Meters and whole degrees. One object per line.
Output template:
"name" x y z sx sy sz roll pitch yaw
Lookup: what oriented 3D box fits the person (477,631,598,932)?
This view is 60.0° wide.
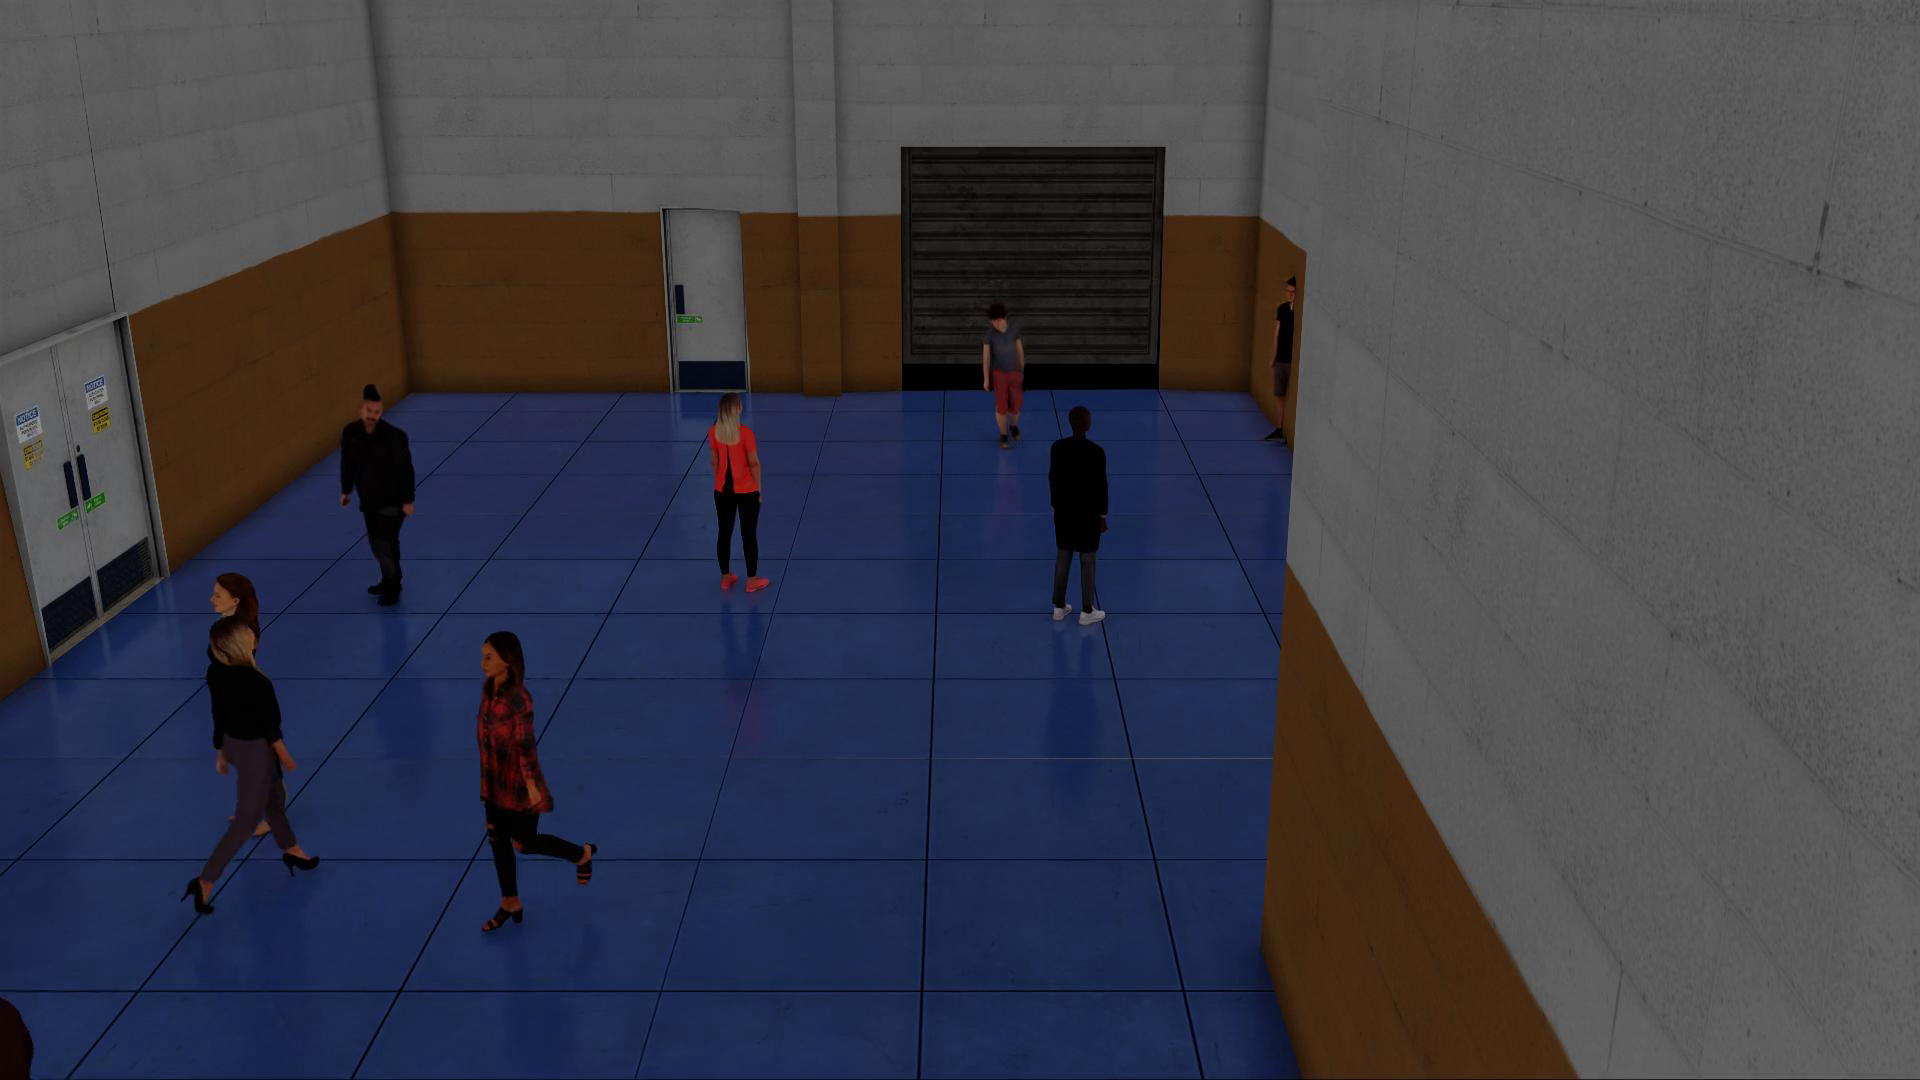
"person" -2.318 1.268 8.882 1.017 1.689 0.942 -16 24 -40

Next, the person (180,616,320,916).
"person" -3.924 1.250 9.022 1.063 1.635 1.061 15 23 37

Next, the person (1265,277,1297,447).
"person" 3.662 -1.975 18.234 0.795 1.859 0.766 -13 23 -35

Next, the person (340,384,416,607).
"person" -4.696 -0.394 13.544 0.926 1.836 1.032 11 22 30

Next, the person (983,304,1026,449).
"person" 0.493 -1.790 18.051 0.748 1.612 0.734 -5 19 -14

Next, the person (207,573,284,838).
"person" -4.244 0.962 9.892 0.728 1.624 0.677 -15 24 -37

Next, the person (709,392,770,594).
"person" -1.862 -0.400 13.821 0.586 1.694 0.721 7 20 20

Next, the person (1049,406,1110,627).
"person" 0.921 -0.201 13.125 0.671 1.762 0.791 11 21 29
